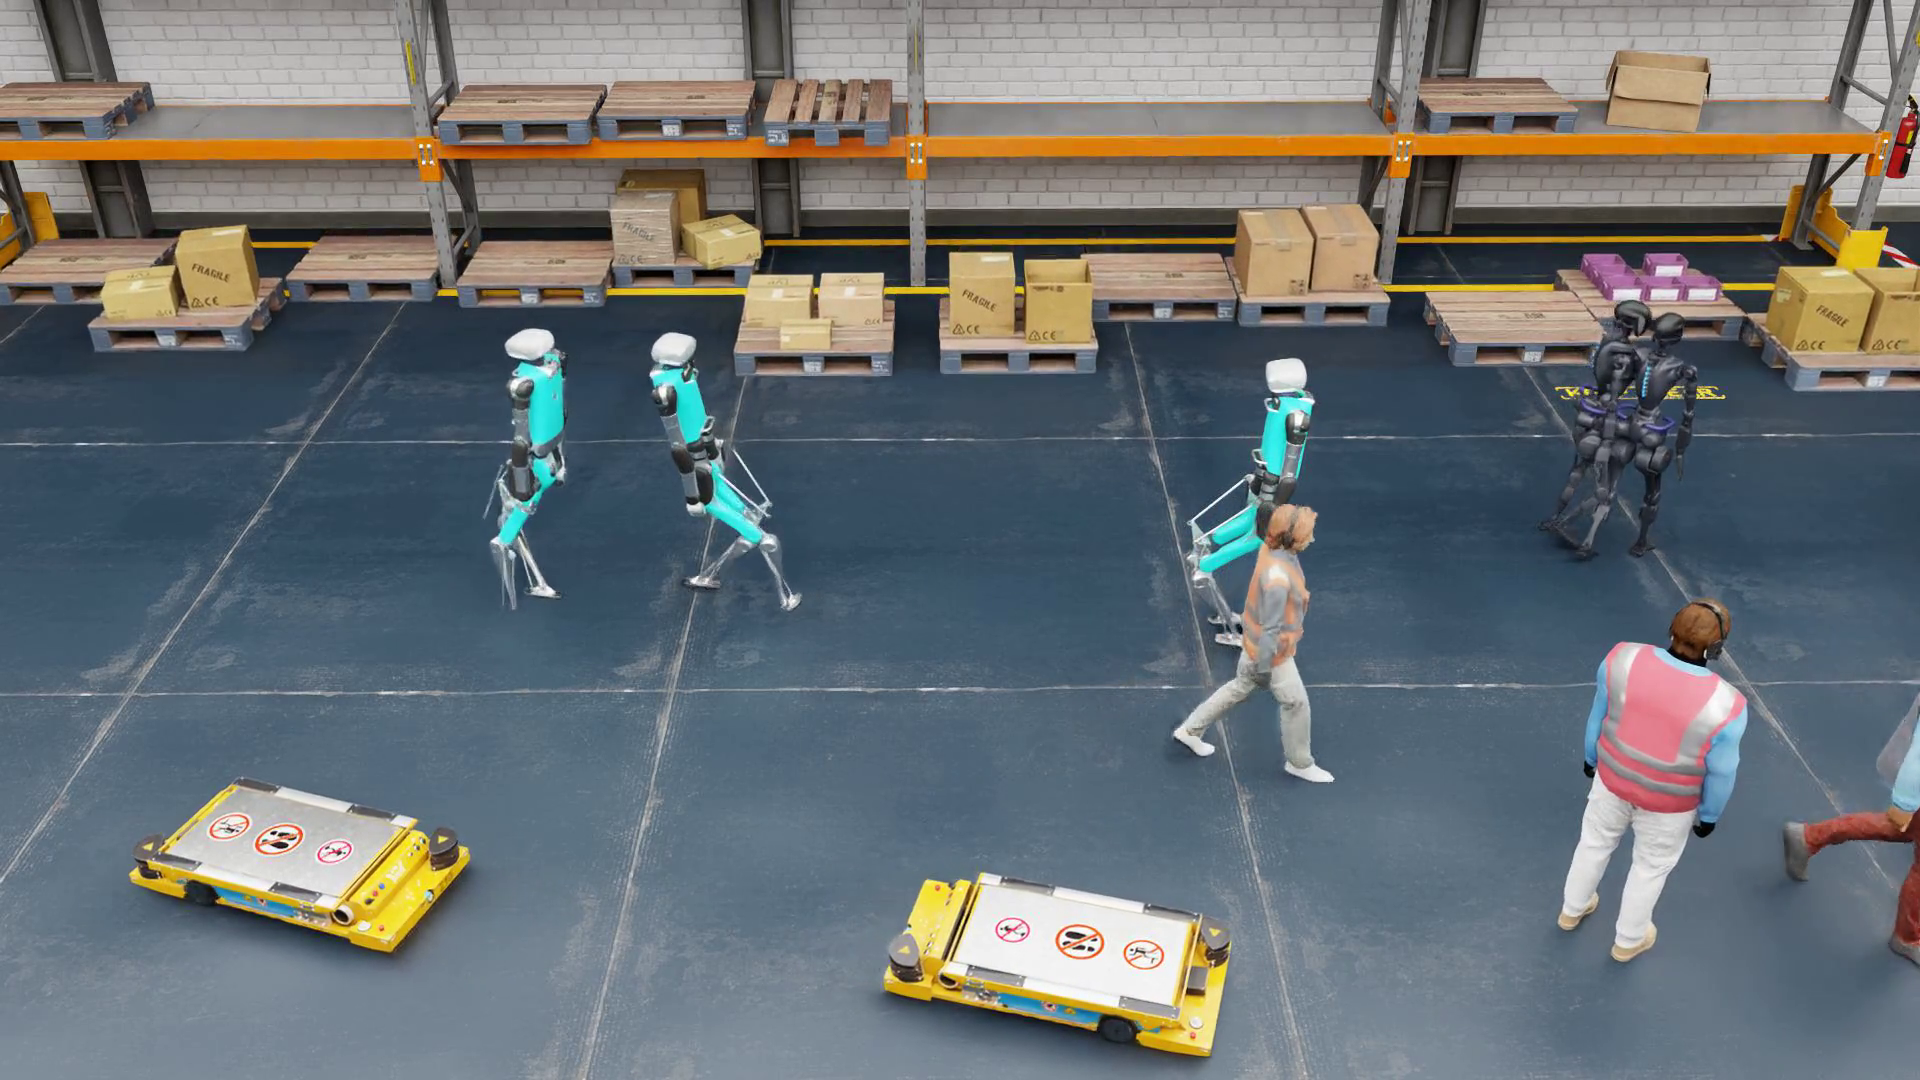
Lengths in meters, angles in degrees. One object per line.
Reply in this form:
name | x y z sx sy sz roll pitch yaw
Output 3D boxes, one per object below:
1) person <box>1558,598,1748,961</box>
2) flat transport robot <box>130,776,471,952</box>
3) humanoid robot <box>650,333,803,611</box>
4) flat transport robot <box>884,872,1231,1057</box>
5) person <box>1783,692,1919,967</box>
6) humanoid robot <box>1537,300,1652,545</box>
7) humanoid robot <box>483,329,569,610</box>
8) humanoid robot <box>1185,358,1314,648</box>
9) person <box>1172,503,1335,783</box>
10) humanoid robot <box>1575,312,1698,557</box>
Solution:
person | 2.980 1.044 7.161 0.637 1.830 0.429 26 40 36
flat transport robot | -3.131 1.516 7.887 1.431 0.231 0.659 10 32 16
humanoid robot | -1.257 -0.335 9.590 0.930 1.796 0.572 3 31 5
flat transport robot | 0.443 1.843 7.343 1.431 0.231 0.659 8 32 13
person | 4.160 0.990 7.237 0.826 1.848 0.549 26 40 36
humanoid robot | 3.913 -0.729 10.265 0.392 1.641 0.599 8 32 13
humanoid robot | -2.588 -0.362 9.678 0.714 1.879 0.530 8 32 14
humanoid robot | 1.527 -0.196 9.212 0.717 1.695 0.534 -1 31 -1
person | 1.507 0.503 8.274 0.826 1.591 0.520 3 31 4
humanoid robot | 4.112 -0.615 10.096 0.547 1.662 0.600 -26 39 -36
